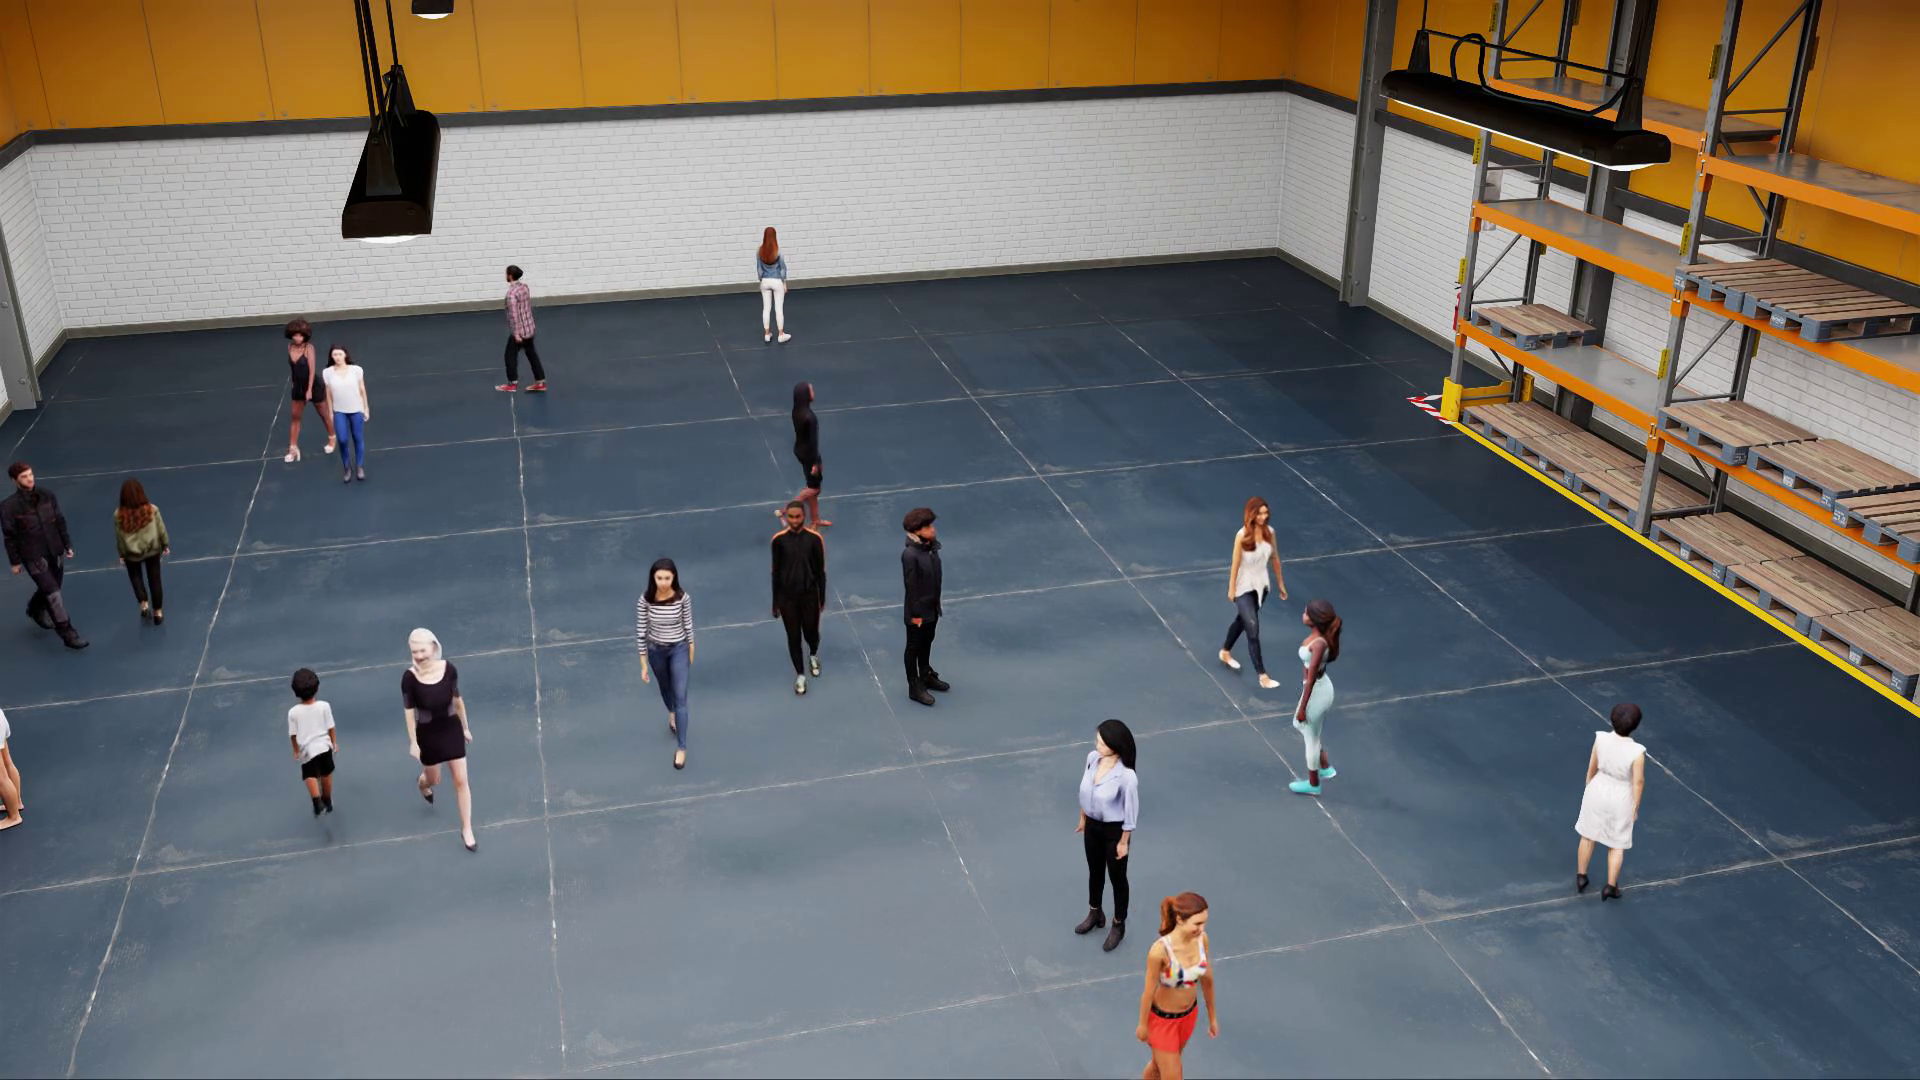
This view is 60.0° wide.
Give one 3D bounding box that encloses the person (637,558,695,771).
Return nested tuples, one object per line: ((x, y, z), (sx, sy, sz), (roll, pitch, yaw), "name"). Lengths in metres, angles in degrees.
((-2.406, 0.947, 13.698), (0.682, 1.740, 1.144), (-3, 24, -7), "person")

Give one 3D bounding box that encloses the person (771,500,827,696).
((-1.425, 0.473, 14.713), (0.720, 1.794, 0.802), (-1, 24, -2), "person")

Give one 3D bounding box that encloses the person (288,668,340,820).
((-4.968, 1.595, 12.825), (0.571, 1.251, 0.725), (-12, 26, -25), "person")

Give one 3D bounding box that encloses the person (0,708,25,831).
((-7.438, 1.445, 12.727), (0.644, 1.605, 0.521), (-9, 25, -20), "person")

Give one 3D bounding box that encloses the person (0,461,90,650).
((-8.618, 0.124, 15.500), (1.237, 1.804, 1.227), (10, 26, 22), "person")

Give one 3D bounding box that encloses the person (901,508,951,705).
((-0.337, 0.549, 14.557), (0.798, 1.780, 0.737), (13, 27, 27), "person")

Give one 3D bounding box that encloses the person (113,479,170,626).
((-7.804, 0.142, 15.879), (0.653, 1.468, 0.618), (-11, 26, -24), "person")

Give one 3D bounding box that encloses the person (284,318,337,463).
((-7.791, -1.828, 20.041), (0.884, 1.743, 1.068), (7, 24, 15), "person")

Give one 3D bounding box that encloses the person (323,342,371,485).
((-7.115, -1.502, 19.379), (0.622, 1.674, 0.616), (-9, 25, -20), "person")

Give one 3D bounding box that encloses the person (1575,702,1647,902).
((4.640, 1.854, 11.852), (0.613, 1.555, 0.704), (20, 30, 38), "person")

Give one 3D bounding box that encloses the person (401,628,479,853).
((-3.949, 1.446, 12.466), (0.895, 1.811, 1.142), (-19, 30, -37), "person")

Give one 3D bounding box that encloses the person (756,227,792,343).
((-2.773, -3.770, 24.533), (0.690, 1.703, 0.694), (7, 24, 15), "person")

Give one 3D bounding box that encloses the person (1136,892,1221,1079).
((1.166, 2.729, 9.596), (0.807, 1.760, 1.085), (-15, 28, -30), "person")

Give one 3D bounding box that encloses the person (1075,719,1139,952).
((1.009, 1.982, 11.319), (0.788, 1.746, 0.652), (-19, 30, -37), "person")

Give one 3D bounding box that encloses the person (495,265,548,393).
((-5.817, -2.820, 22.307), (0.990, 1.746, 0.975), (6, 24, 13), "person")

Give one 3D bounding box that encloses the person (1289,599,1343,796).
((2.870, 1.253, 13.029), (0.786, 1.714, 0.717), (9, 25, 19), "person")

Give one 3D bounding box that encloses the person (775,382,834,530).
((-1.706, -0.861, 17.876), (0.802, 1.705, 0.923), (-12, 26, -26), "person")

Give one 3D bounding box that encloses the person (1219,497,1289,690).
((2.548, 0.423, 14.892), (0.829, 1.742, 1.162), (-14, 27, -29), "person")
